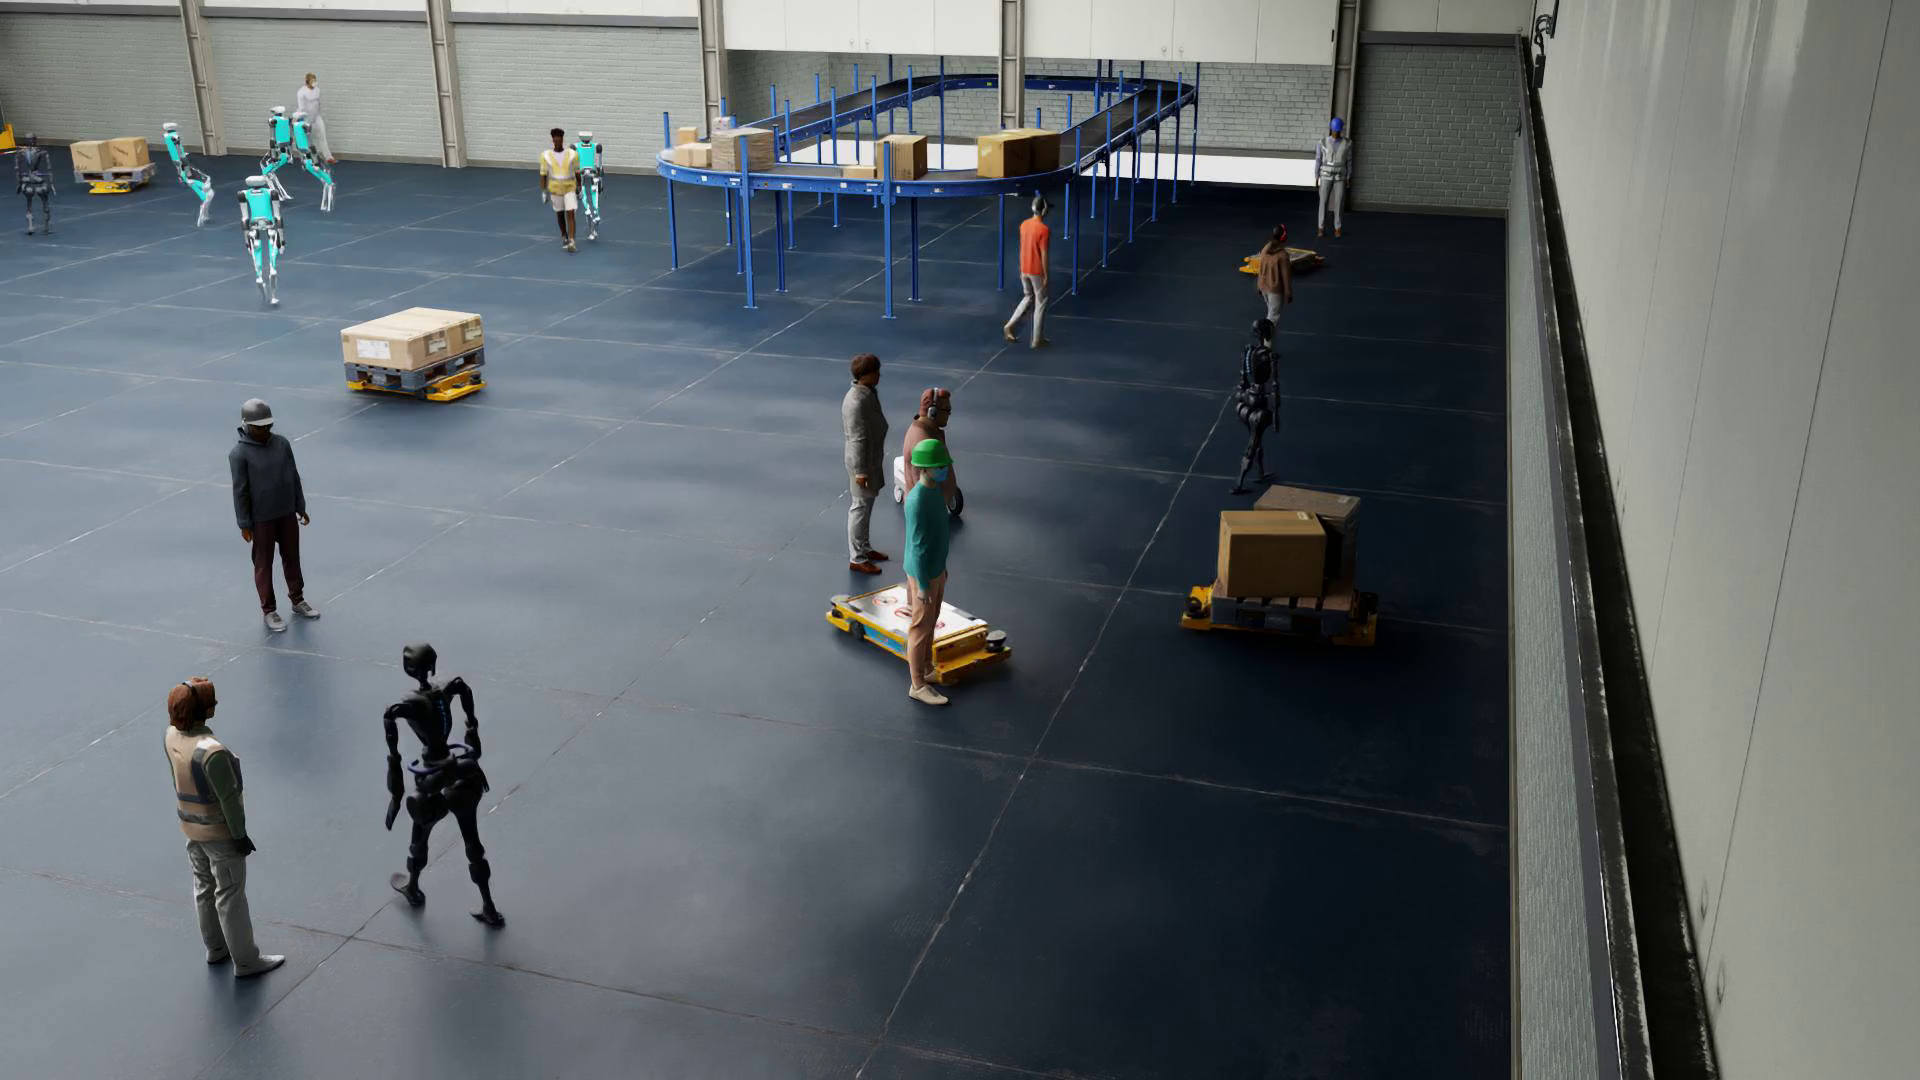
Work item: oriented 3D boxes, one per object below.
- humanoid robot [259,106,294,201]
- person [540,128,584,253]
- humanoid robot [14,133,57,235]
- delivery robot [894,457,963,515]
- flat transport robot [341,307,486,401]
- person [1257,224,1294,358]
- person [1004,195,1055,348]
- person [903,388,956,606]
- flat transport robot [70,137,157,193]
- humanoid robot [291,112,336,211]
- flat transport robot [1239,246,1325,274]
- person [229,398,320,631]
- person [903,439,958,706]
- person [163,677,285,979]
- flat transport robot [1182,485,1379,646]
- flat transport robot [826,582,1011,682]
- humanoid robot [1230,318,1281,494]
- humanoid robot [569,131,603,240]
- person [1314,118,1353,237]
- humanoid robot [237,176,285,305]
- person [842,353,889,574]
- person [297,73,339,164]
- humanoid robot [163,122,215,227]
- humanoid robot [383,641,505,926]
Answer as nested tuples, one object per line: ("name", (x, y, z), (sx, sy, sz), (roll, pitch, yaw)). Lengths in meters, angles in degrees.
("humanoid robot", (-12.426, -7.001, 30.110), (0.735, 1.677, 0.533), (7, 22, 18))
("person", (-6.242, -5.478, 26.085), (0.630, 1.912, 1.002), (-4, 21, -9))
("humanoid robot", (-15.281, -5.862, 27.427), (0.613, 1.636, 0.487), (-5, 22, -13))
("delivery robot", (-0.326, -0.522, 15.125), (0.499, 0.589, 0.784), (-9, 23, -22))
("flat transport robot", (-6.164, -1.812, 18.878), (1.431, 0.231, 0.659), (9, 23, 22))
("person", (3.815, -2.987, 20.018), (0.447, 1.636, 0.490), (-13, 24, -29))
("person", (0.885, -3.272, 20.404), (0.620, 1.894, 0.505), (-19, 28, -40))
("person", (-0.226, -0.226, 12.520), (0.394, 1.892, 0.629), (1, 21, 1))
("flat transport robot", (-16.179, -6.858, 31.966), (0.659, 0.231, 1.431), (-3, 21, -8))
("humanoid robot", (-11.412, -6.716, 29.590), (0.531, 1.808, 0.705), (17, 27, 38))
("flat transport robot", (4.856, -4.183, 25.027), (0.659, 0.231, 1.431), (17, 27, 37))
("person", (-5.206, -0.206, 12.577), (0.380, 1.806, 0.548), (15, 26, 34))
("person", (-0.207, 0.205, 11.415), (0.350, 1.875, 0.509), (5, 22, 12))
("person", (-3.796, 1.465, 8.468), (0.514, 1.641, 0.308), (15, 26, 34))
("flat transport robot", (2.466, 0.542, 12.773), (1.431, 0.231, 0.659), (6, 22, 14))
("flat transport robot", (-0.328, 0.666, 12.449), (0.659, 0.231, 1.431), (-17, 27, -36))
("humanoid robot", (2.815, -1.265, 15.524), (0.679, 1.634, 0.588), (-11, 24, -26))
("humanoid robot", (-5.970, -5.671, 26.830), (0.560, 1.752, 0.927), (-9, 23, -21))
("person", (6.120, -5.956, 27.320), (0.615, 1.933, 0.416), (2, 21, 4))
("humanoid robot", (-9.424, -3.955, 22.475), (0.541, 1.821, 0.786), (-4, 21, -11))
("person", (-0.768, -0.637, 13.663), (0.363, 1.828, 0.517), (3, 21, 9))
("person", (-13.547, -8.790, 34.761), (0.866, 1.883, 0.645), (10, 23, 24))
("humanoid robot", (-12.998, -6.199, 28.270), (0.788, 1.804, 0.534), (-17, 27, -38))
("humanoid robot", (-2.824, 1.281, 8.943), (0.748, 1.627, 0.593), (16, 26, 36))
